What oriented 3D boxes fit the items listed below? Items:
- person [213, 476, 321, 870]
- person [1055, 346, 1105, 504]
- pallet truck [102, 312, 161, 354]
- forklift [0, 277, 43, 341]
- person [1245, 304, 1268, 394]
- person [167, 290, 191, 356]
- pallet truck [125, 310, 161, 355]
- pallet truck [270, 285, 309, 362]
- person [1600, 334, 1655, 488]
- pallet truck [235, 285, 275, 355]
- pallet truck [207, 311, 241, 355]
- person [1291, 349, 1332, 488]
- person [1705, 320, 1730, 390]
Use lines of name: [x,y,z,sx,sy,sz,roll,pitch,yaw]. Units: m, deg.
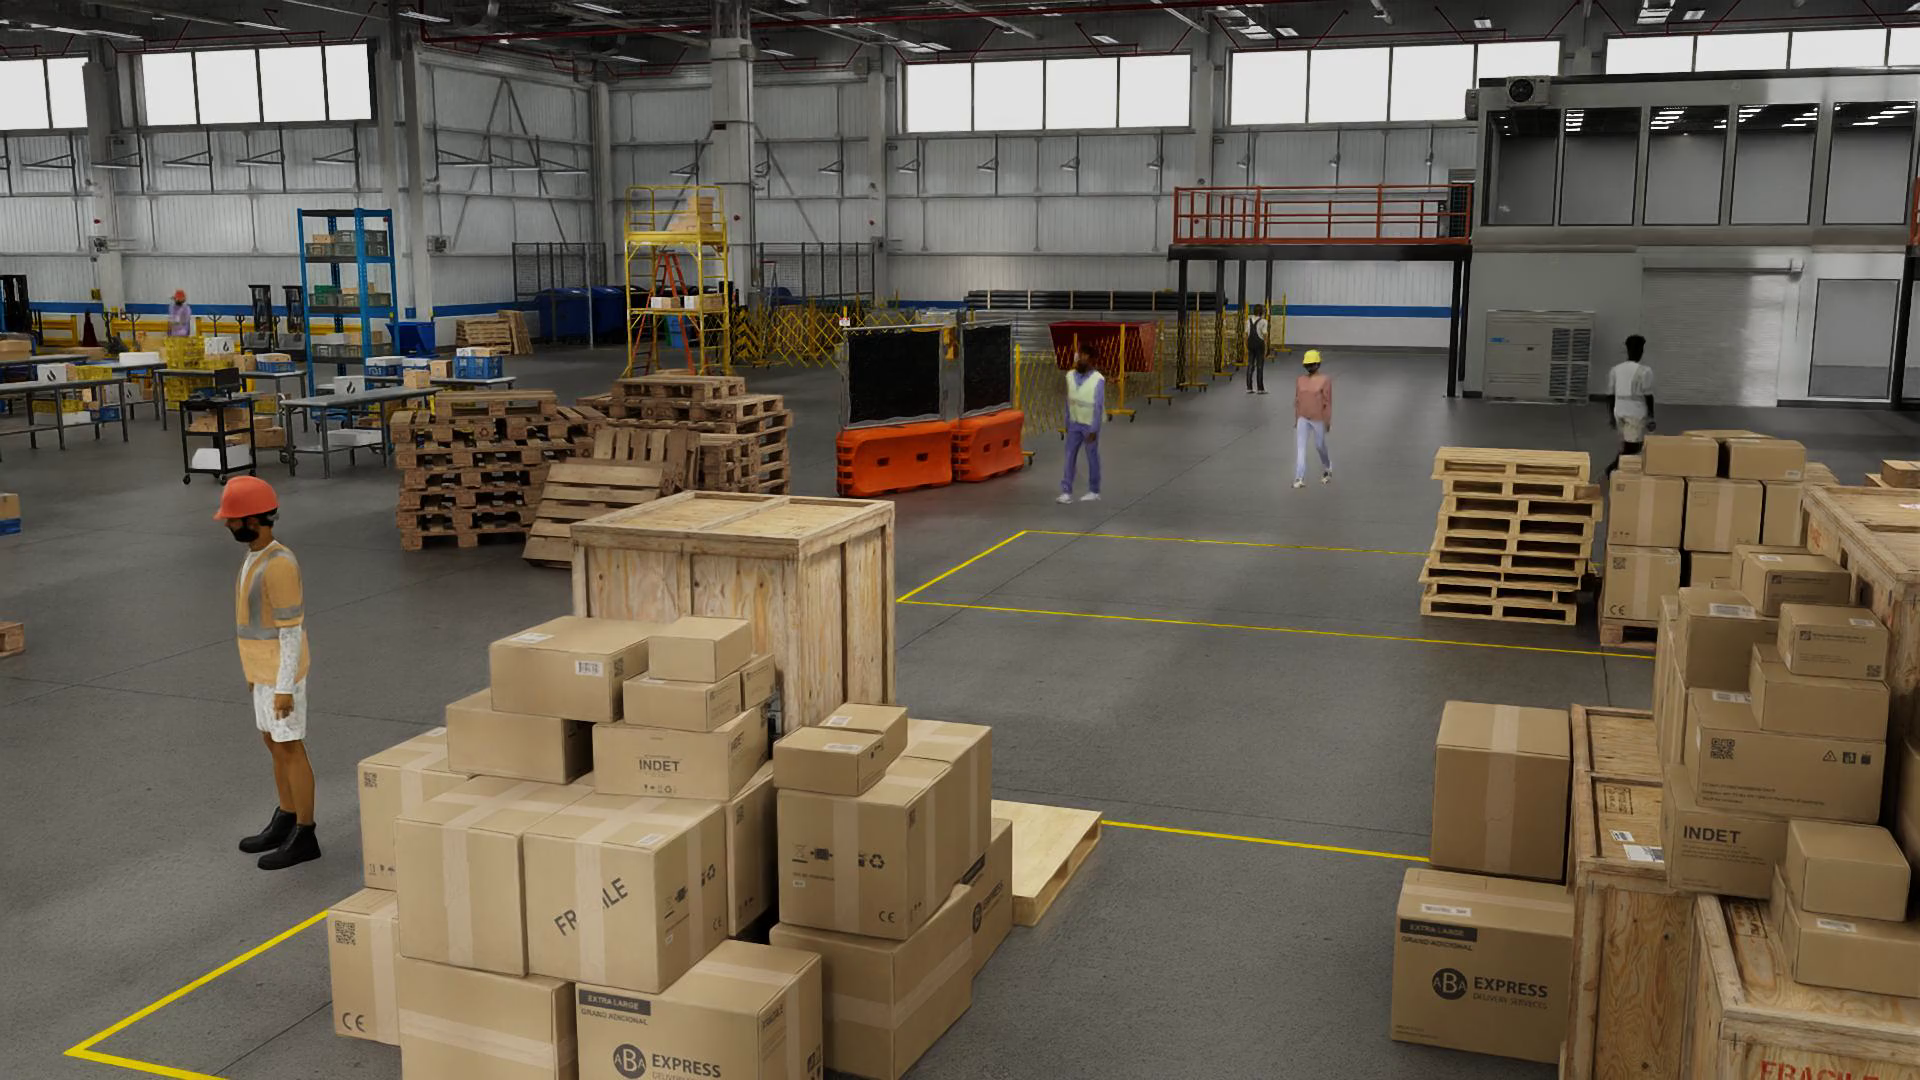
person: [-3.380,0.643,8.126,0.376,1.931,0.542,-7,12,-35]
person: [1.421,-1.343,19.482,0.626,1.865,0.886,8,13,39]
pallet truck: [-23.057,-5.777,46.261,0.680,1.201,1.601,3,11,19]
forklift: [-27.151,-6.329,46.328,1.157,1.987,2.680,3,11,17]
person: [6.045,-3.886,33.898,0.507,1.838,0.351,9,13,41]
person: [-18.162,-4.811,38.666,0.685,2.002,0.420,2,10,13]
pallet truck: [-22.038,-5.665,45.457,0.704,1.261,1.522,3,11,17]
pallet truck: [-17.147,-5.700,43.663,0.823,1.965,1.885,3,11,17]
person: [8.217,-1.558,20.466,0.775,1.947,0.618,-4,11,-22]
pallet truck: [-18.327,-5.835,44.421,0.823,1.965,1.885,4,11,23]
pallet truck: [-19.537,-5.575,44.913,0.653,1.274,1.630,3,11,19]
person: [4.467,-1.542,20.973,0.530,1.736,0.801,7,12,36]
person: [15.322,-3.902,33.830,0.503,1.891,0.646,1,10,5]
